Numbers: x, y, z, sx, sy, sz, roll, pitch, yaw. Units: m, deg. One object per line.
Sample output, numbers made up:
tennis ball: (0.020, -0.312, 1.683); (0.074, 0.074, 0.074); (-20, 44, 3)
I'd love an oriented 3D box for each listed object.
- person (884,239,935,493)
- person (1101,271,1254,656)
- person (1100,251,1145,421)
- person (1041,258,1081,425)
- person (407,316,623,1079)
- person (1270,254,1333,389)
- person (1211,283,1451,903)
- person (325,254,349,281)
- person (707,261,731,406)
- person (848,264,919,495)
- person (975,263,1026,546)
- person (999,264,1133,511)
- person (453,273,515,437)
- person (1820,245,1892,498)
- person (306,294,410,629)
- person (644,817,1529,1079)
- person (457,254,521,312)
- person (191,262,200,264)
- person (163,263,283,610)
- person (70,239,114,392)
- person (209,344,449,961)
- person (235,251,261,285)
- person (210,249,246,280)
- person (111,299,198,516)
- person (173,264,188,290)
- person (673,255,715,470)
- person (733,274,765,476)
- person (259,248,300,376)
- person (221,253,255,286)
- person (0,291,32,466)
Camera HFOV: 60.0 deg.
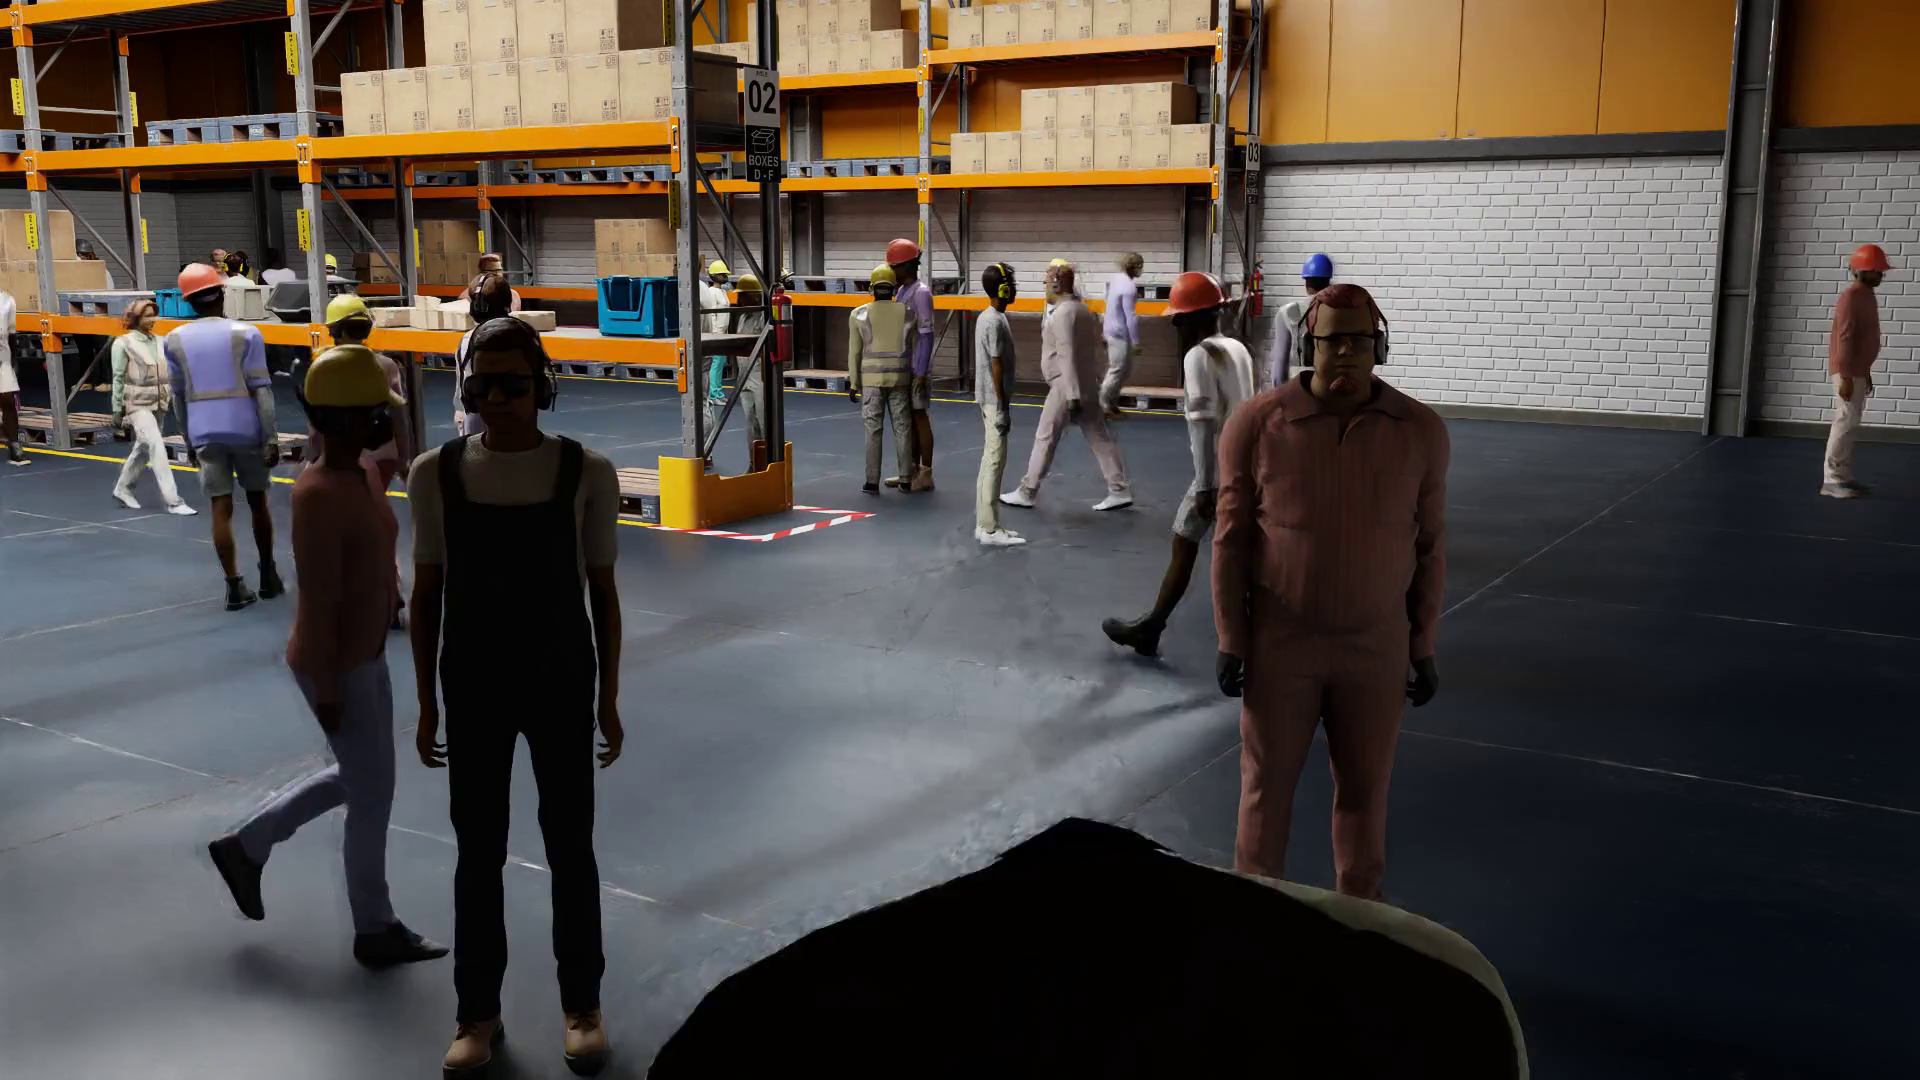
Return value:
person: (-0.417, -1.396, 13.387); (0.405, 2.033, 0.611); (-3, 11, -18)
person: (1.211, -0.337, 7.964); (1.016, 1.858, 0.646); (7, 12, 35)
person: (1.772, -2.244, 18.472); (0.536, 1.893, 0.658); (-1, 10, -7)
person: (1.089, -2.146, 18.137); (0.404, 1.824, 0.586); (6, 12, 30)
person: (-1.067, 0.385, 4.037); (0.507, 1.846, 0.341); (-2, 10, -10)
person: (2.467, -1.031, 11.668); (0.642, 1.917, 0.726); (-1, 10, -3)
person: (1.004, 0.267, 4.523); (0.642, 1.909, 0.410); (0, 10, 1)
person: (-8.436, -2.915, 22.362); (0.590, 1.833, 0.404); (-6, 12, -32)
person: (-2.947, -2.530, 20.402); (0.309, 1.772, 0.525); (2, 10, 8)
person: (-0.604, -1.274, 13.263); (0.592, 1.832, 0.404); (-2, 10, -13)
person: (0.261, -0.901, 11.092); (0.315, 1.872, 0.533); (-1, 10, -7)
person: (0.830, -1.127, 12.441); (1.049, 1.849, 0.656); (4, 11, 23)
person: (-2.555, -0.539, 9.170); (0.429, 1.843, 0.633); (3, 11, 17)
person: (7.081, -1.323, 13.162); (0.392, 1.977, 0.674); (8, 13, 39)
person: (-3.121, -0.394, 8.648); (0.469, 1.743, 0.518); (4, 11, 23)
person: (0.082, 0.869, 1.050); (0.648, 1.953, 0.429); (-2, 10, -10)
person: (-4.144, -1.587, 14.840); (0.398, 1.899, 0.634); (9, 13, 40)
person: (-13.841, -4.240, 30.255); (0.281, 1.632, 0.503); (9, 13, 39)
person: (-4.090, -0.584, 9.271); (0.578, 1.891, 0.704); (-2, 10, -10)
person: (-11.700, -3.004, 22.273); (0.678, 2.000, 0.537); (3, 11, 19)
person: (-1.801, 0.328, 4.638); (0.617, 1.751, 0.533); (-1, 10, -3)
person: (-11.620, -3.758, 27.007); (0.633, 1.843, 0.429); (-5, 11, -24)
person: (-9.436, -2.760, 21.304); (0.642, 1.907, 0.410); (-2, 10, -9)
person: (-6.064, -0.989, 12.345); (0.872, 1.598, 0.527); (3, 11, 17)
person: (-10.598, -2.959, 22.988); (0.533, 1.694, 0.319); (-8, 13, -37)
person: (-2.343, -1.578, 14.654); (0.370, 1.940, 0.627); (0, 10, -1)
person: (-1.702, -1.315, 13.739); (0.322, 1.743, 0.489); (-7, 12, -35)
person: (-10.162, -3.395, 24.812); (0.451, 1.903, 0.616); (6, 12, 29)
person: (-8.708, -2.516, 20.044); (0.328, 1.872, 0.512); (7, 12, 34)
person: (-8.817, -1.645, 15.022); (0.861, 1.941, 0.627); (9, 13, 40)
